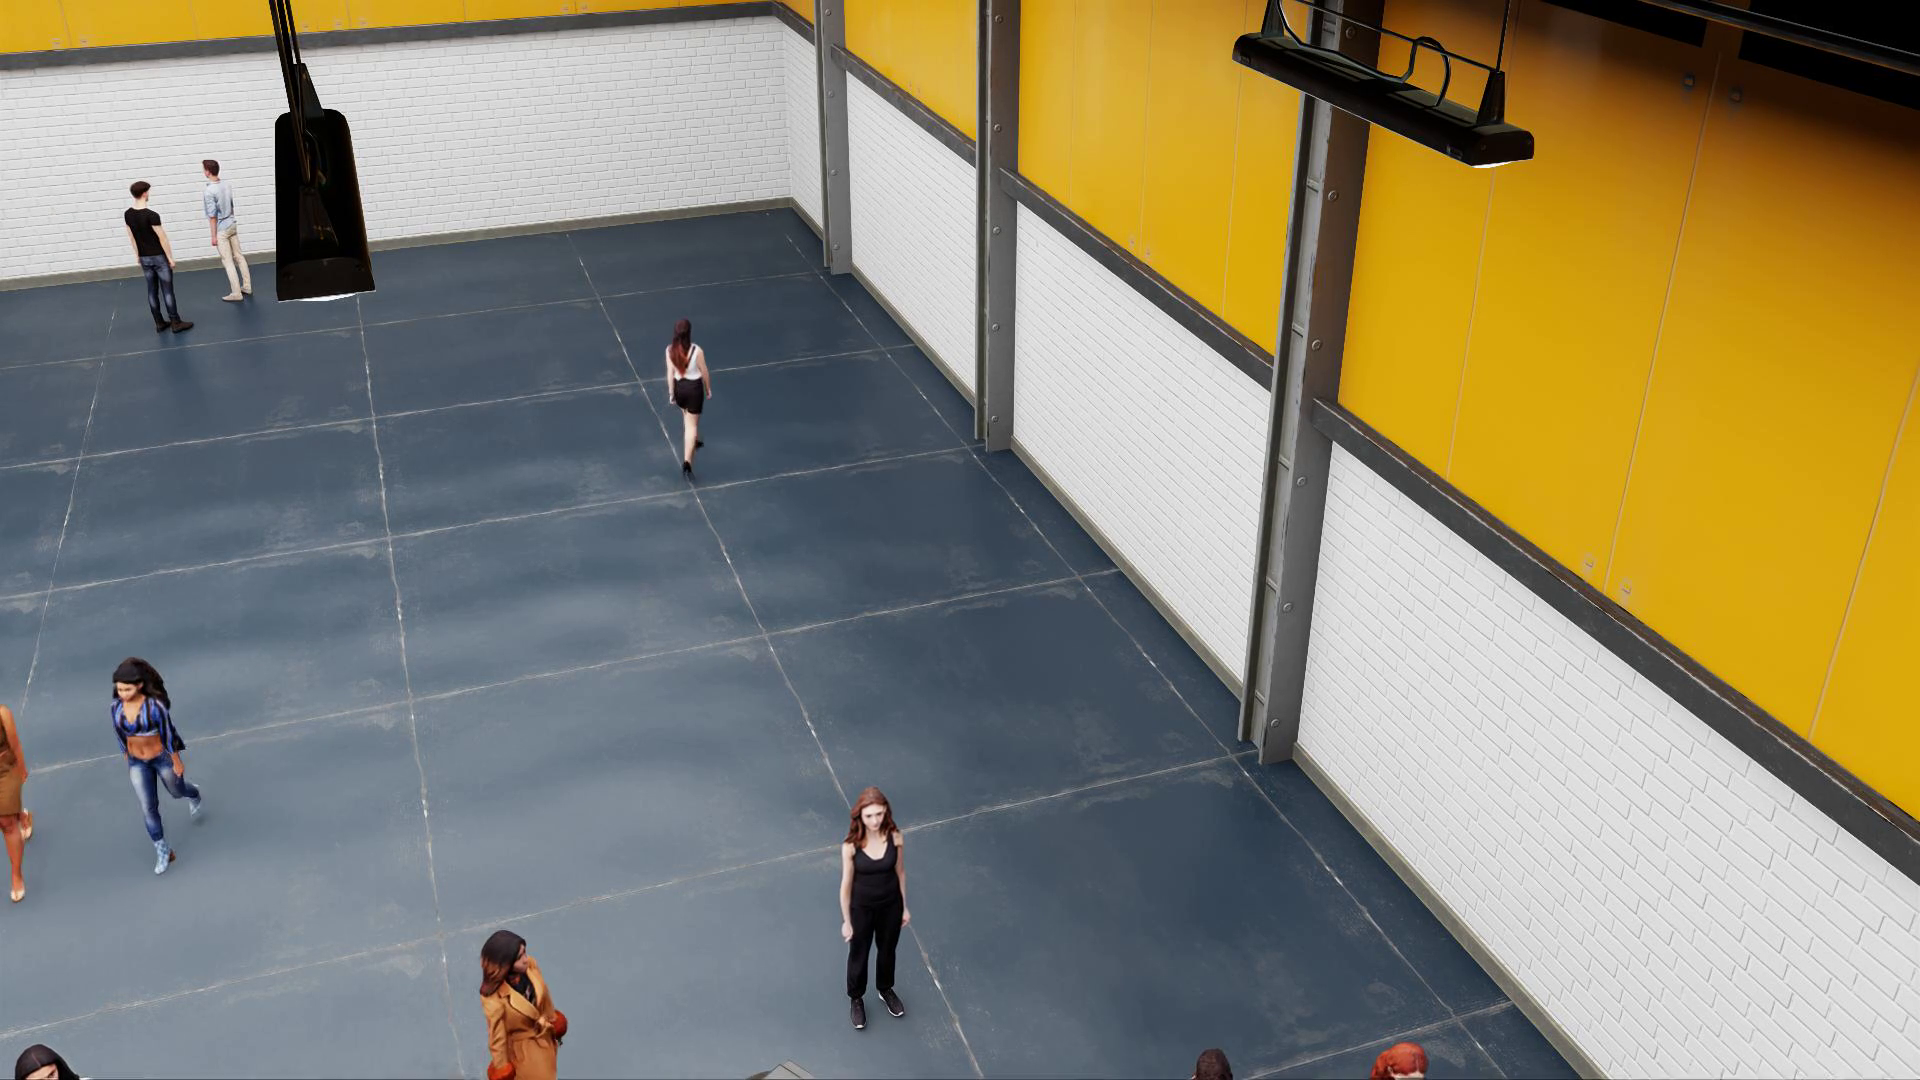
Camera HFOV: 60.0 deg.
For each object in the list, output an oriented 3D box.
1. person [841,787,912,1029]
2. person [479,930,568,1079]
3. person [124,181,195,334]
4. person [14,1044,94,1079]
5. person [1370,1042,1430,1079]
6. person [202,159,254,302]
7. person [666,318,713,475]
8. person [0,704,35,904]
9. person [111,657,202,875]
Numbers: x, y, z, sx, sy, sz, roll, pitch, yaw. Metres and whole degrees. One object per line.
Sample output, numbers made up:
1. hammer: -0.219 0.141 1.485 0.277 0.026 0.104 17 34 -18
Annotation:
1. person: -0.530 2.234 10.230 0.594 1.746 0.505 -11 31 -20
2. person: -2.451 2.829 9.185 1.116 1.703 1.075 10 30 18
3. person: -9.982 -3.495 20.579 0.763 1.894 0.769 6 29 11
4. person: -4.435 3.231 8.372 0.685 1.775 0.666 20 34 32
5. person: 2.134 3.213 8.399 0.634 1.781 0.587 -19 34 -30
6. person: -9.565 -4.037 21.622 0.793 1.847 0.677 6 29 11
7. person: -2.806 -1.446 17.125 0.868 1.604 1.161 1 29 3
8. person: -6.658 1.609 11.487 0.605 1.639 1.118 -8 30 -14
9. person: -5.637 1.516 11.707 0.825 1.593 1.077 -1 29 -2
